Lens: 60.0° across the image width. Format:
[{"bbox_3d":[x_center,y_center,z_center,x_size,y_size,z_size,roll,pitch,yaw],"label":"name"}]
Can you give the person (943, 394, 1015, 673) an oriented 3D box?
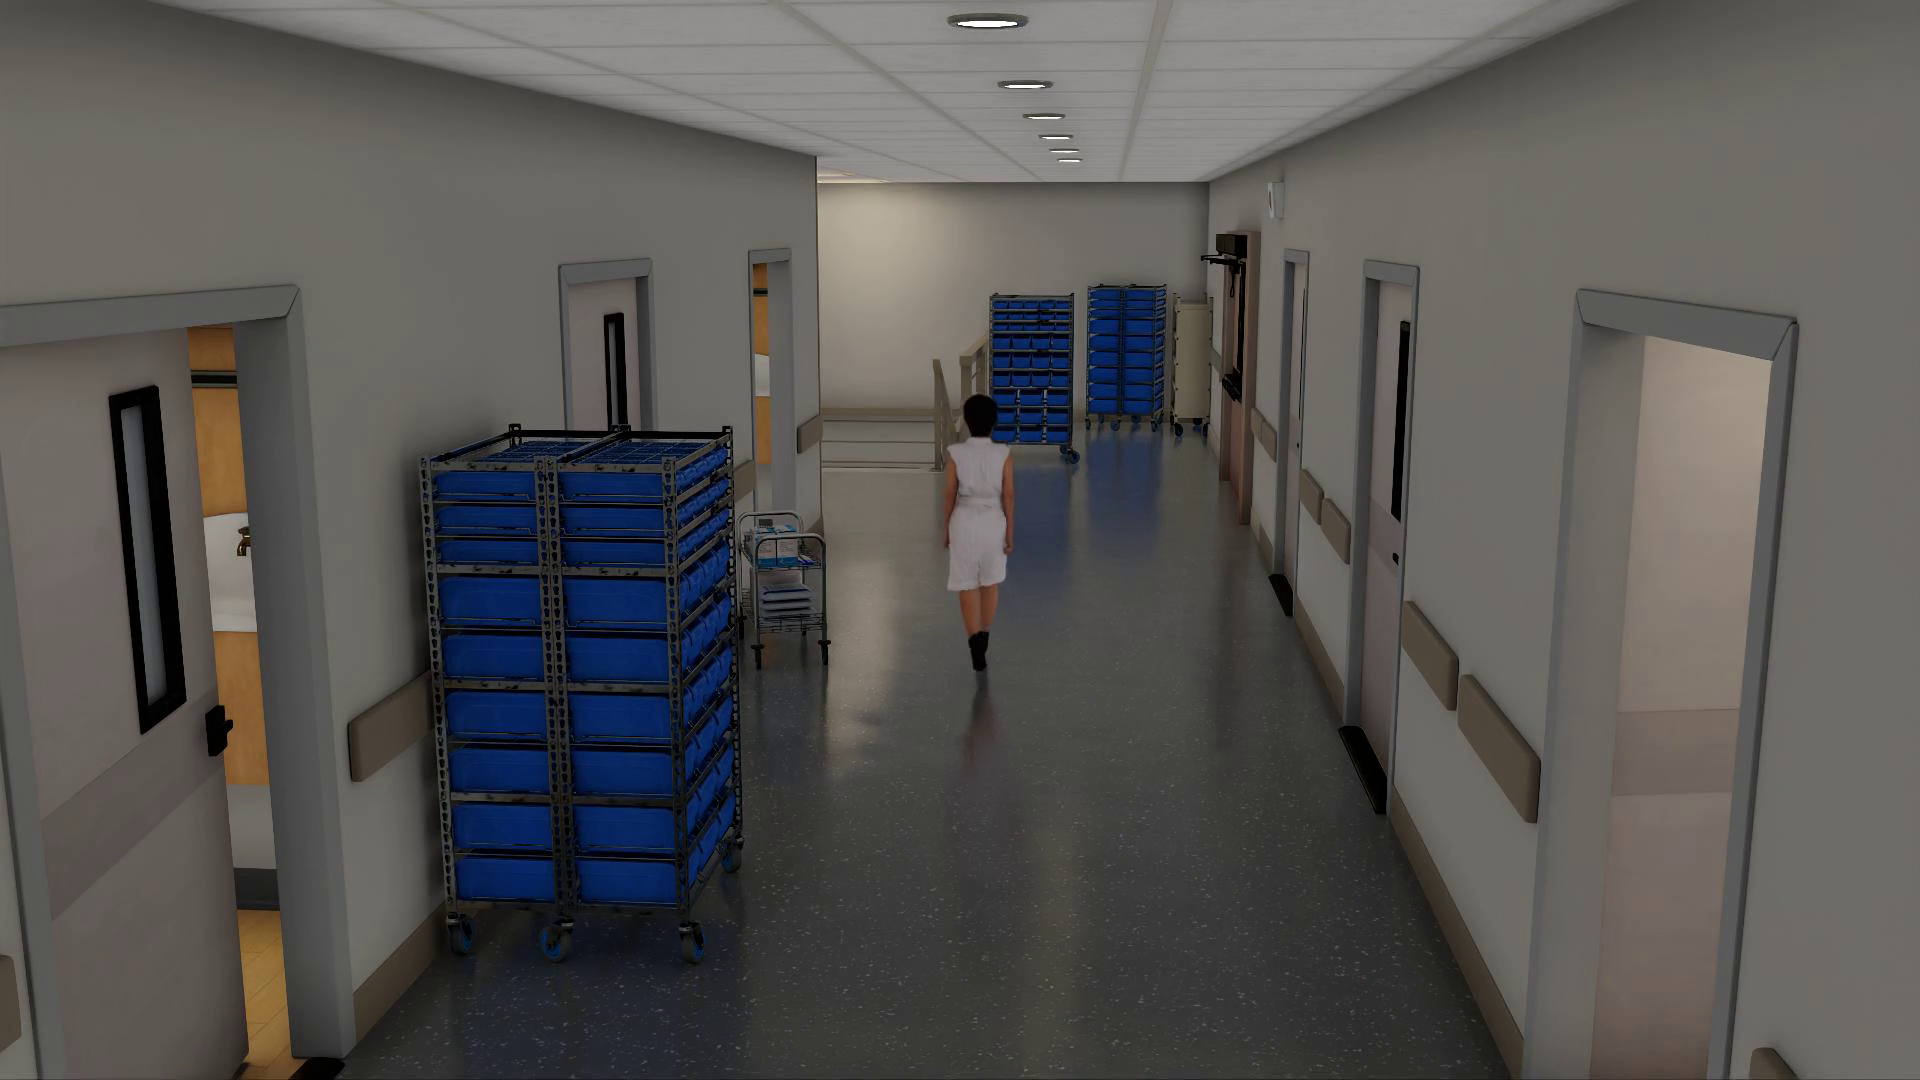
[{"bbox_3d":[0.108,-0.011,9.206,0.656,1.525,1.025,-1,11,-5],"label":"person"}]
